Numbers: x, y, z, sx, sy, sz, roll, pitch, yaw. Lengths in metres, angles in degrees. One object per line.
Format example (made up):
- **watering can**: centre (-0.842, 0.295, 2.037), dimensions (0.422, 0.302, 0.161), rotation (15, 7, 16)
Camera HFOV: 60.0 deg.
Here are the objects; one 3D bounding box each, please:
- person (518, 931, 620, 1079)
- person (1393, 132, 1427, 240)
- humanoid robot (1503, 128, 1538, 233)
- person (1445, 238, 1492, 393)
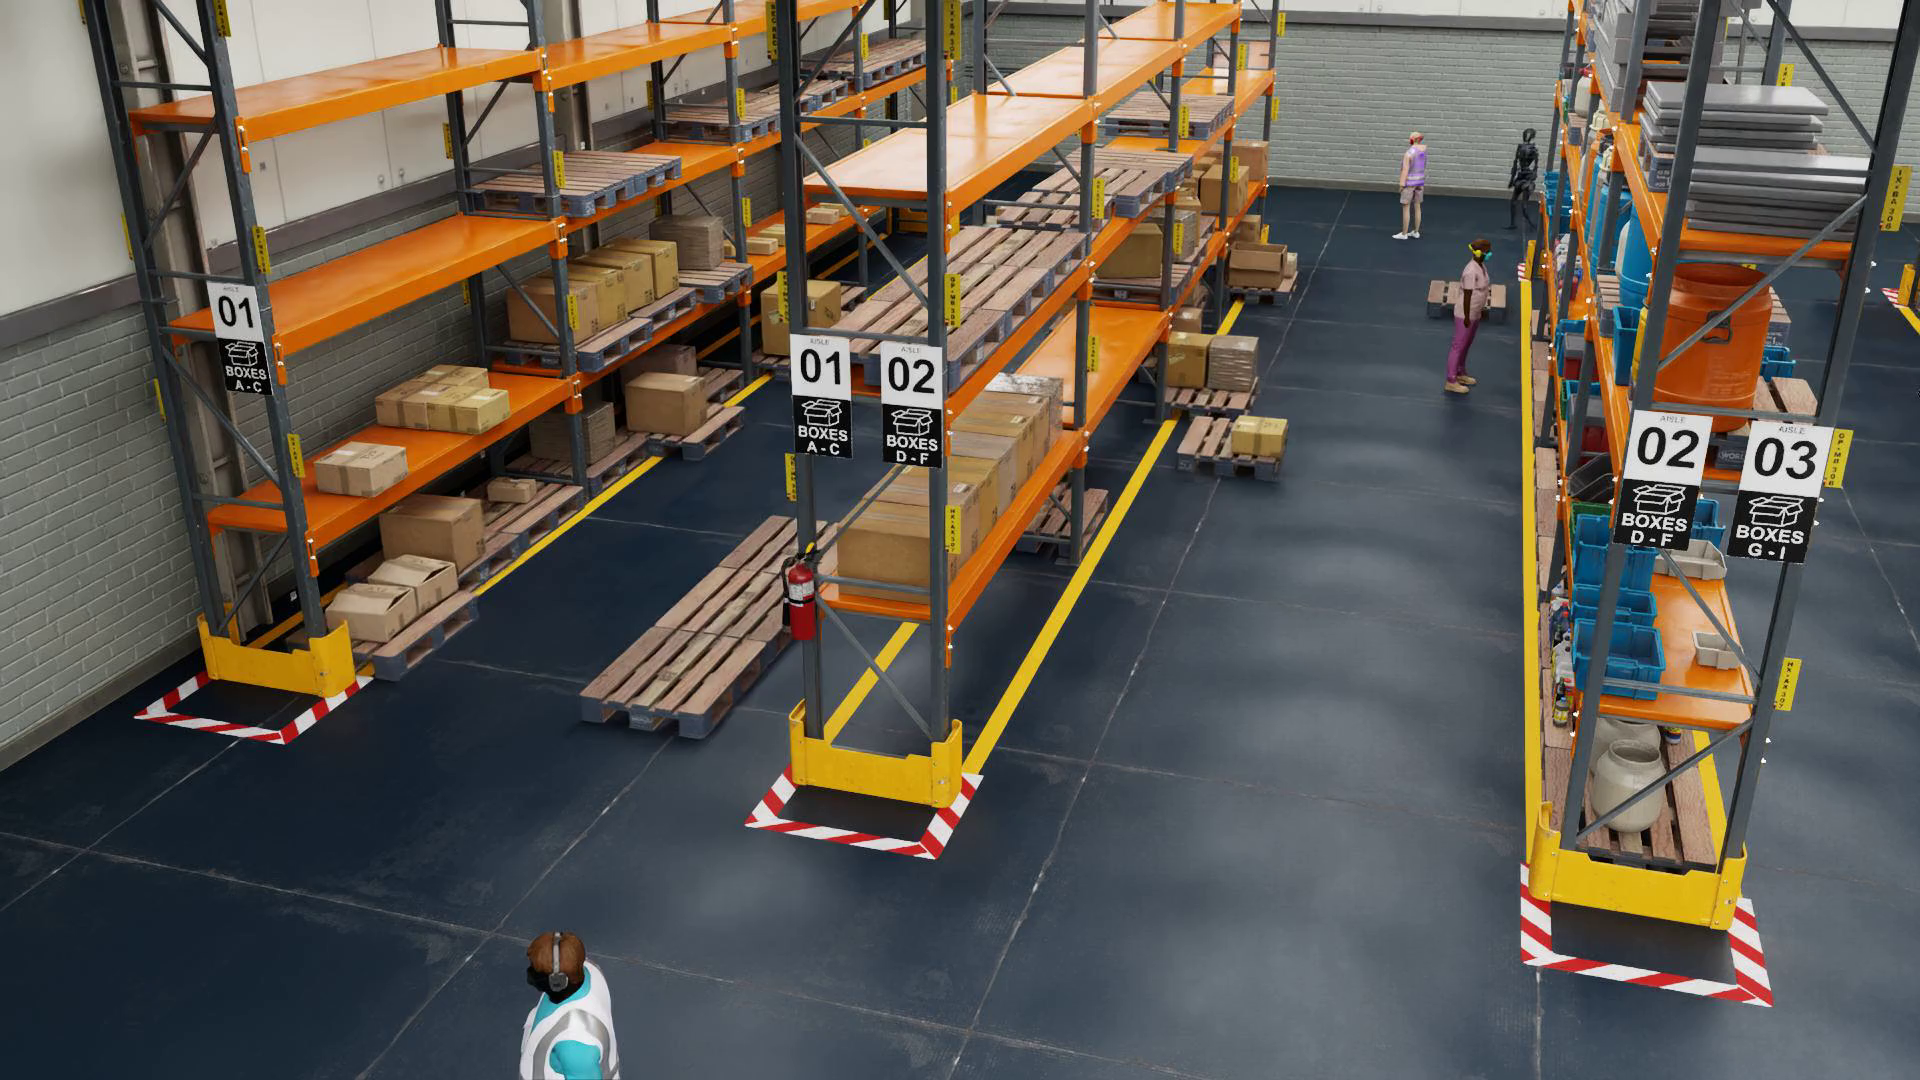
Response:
- **person**: centre (-1.711, 2.511, 7.366), dimensions (0.429, 1.844, 0.621), rotation (-5, 24, -11)
- **person**: centre (7.179, -5.620, 26.417), dimensions (0.489, 1.688, 0.352), rotation (-14, 27, -29)
- **humanoid robot**: centre (9.171, -5.822, 26.910), dimensions (0.423, 1.650, 0.596), rotation (-9, 25, -20)
- **person**: centre (5.930, -2.623, 19.336), dimensions (0.336, 1.794, 0.512), rotation (13, 27, 28)
